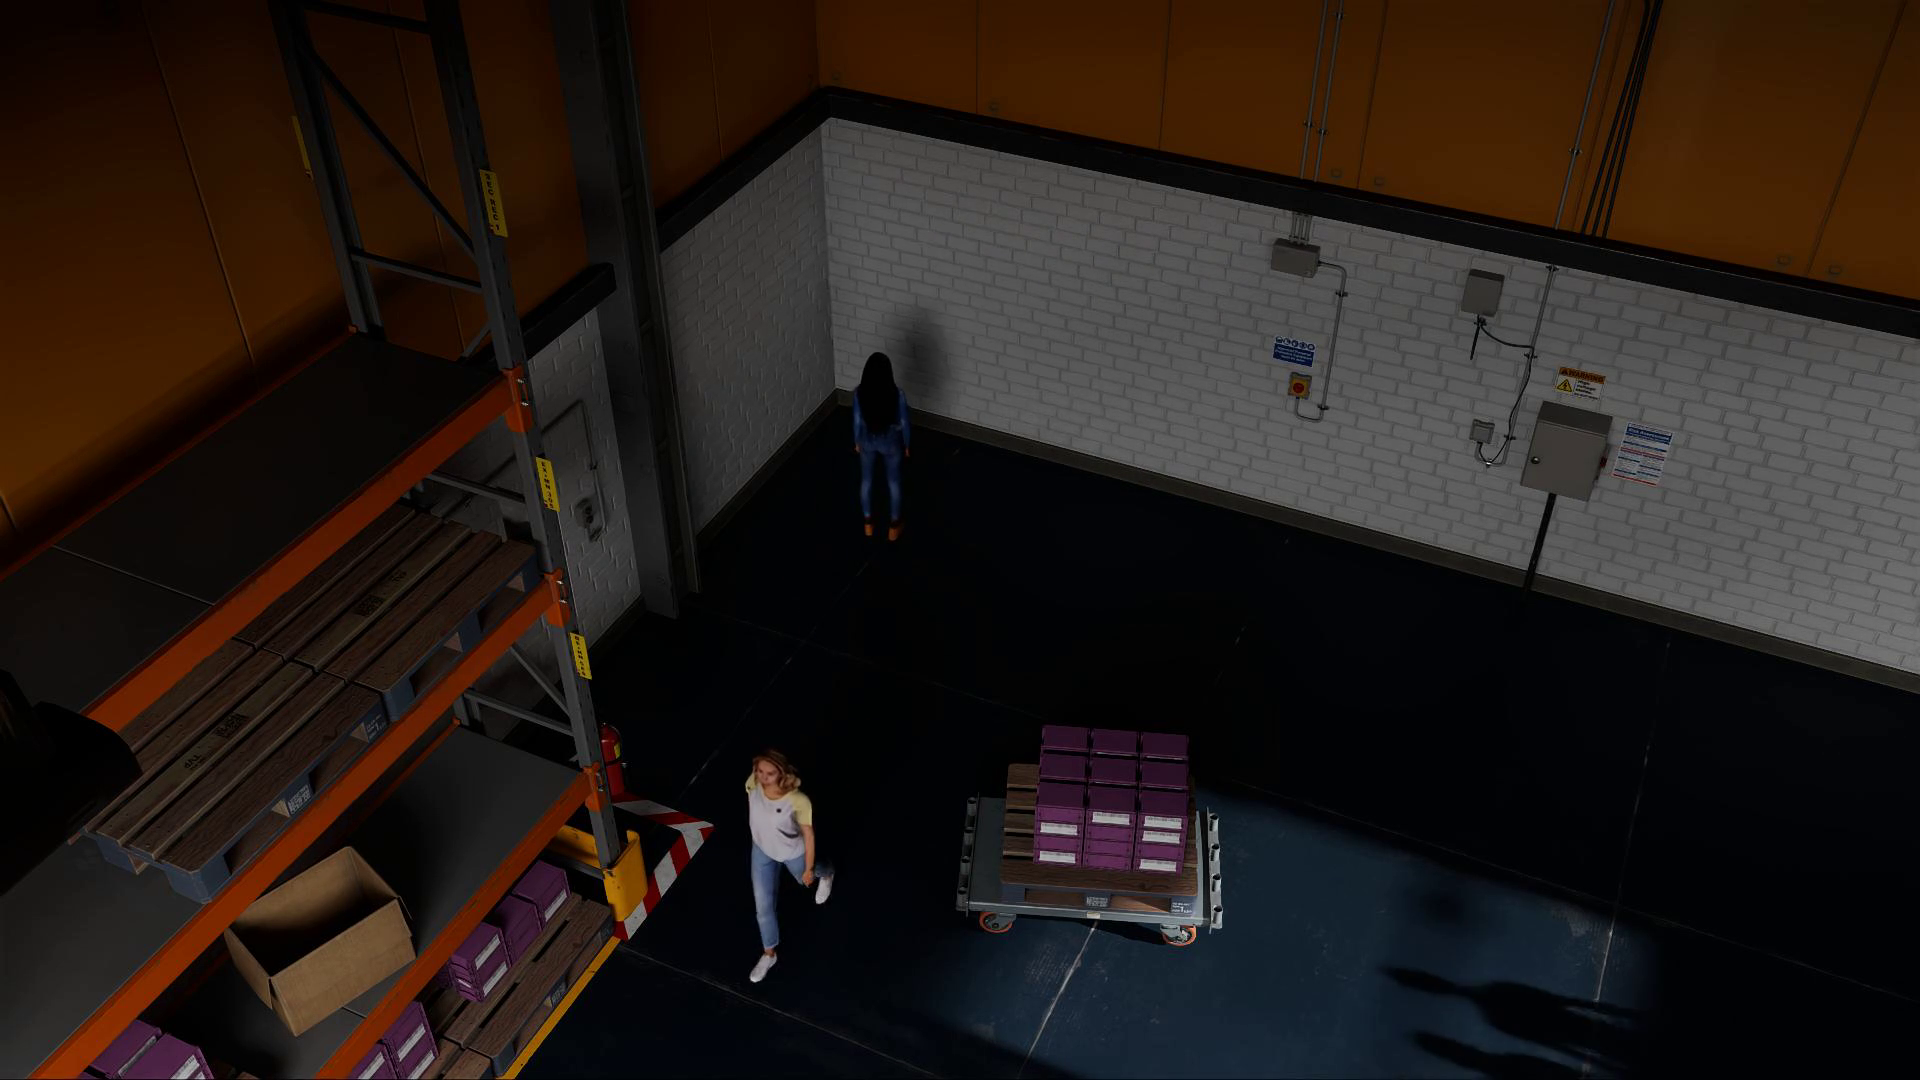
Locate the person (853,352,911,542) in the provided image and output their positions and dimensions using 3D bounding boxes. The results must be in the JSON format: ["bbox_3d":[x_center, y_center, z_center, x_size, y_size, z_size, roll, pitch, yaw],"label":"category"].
[{"bbox_3d":[-0.622,-0.735,13.242,0.659,1.710,0.601,7,39,9],"label":"person"}]

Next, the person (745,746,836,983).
[{"bbox_3d":[-1.013,1.816,10.074,0.641,1.679,1.159,17,42,20],"label":"person"}]
